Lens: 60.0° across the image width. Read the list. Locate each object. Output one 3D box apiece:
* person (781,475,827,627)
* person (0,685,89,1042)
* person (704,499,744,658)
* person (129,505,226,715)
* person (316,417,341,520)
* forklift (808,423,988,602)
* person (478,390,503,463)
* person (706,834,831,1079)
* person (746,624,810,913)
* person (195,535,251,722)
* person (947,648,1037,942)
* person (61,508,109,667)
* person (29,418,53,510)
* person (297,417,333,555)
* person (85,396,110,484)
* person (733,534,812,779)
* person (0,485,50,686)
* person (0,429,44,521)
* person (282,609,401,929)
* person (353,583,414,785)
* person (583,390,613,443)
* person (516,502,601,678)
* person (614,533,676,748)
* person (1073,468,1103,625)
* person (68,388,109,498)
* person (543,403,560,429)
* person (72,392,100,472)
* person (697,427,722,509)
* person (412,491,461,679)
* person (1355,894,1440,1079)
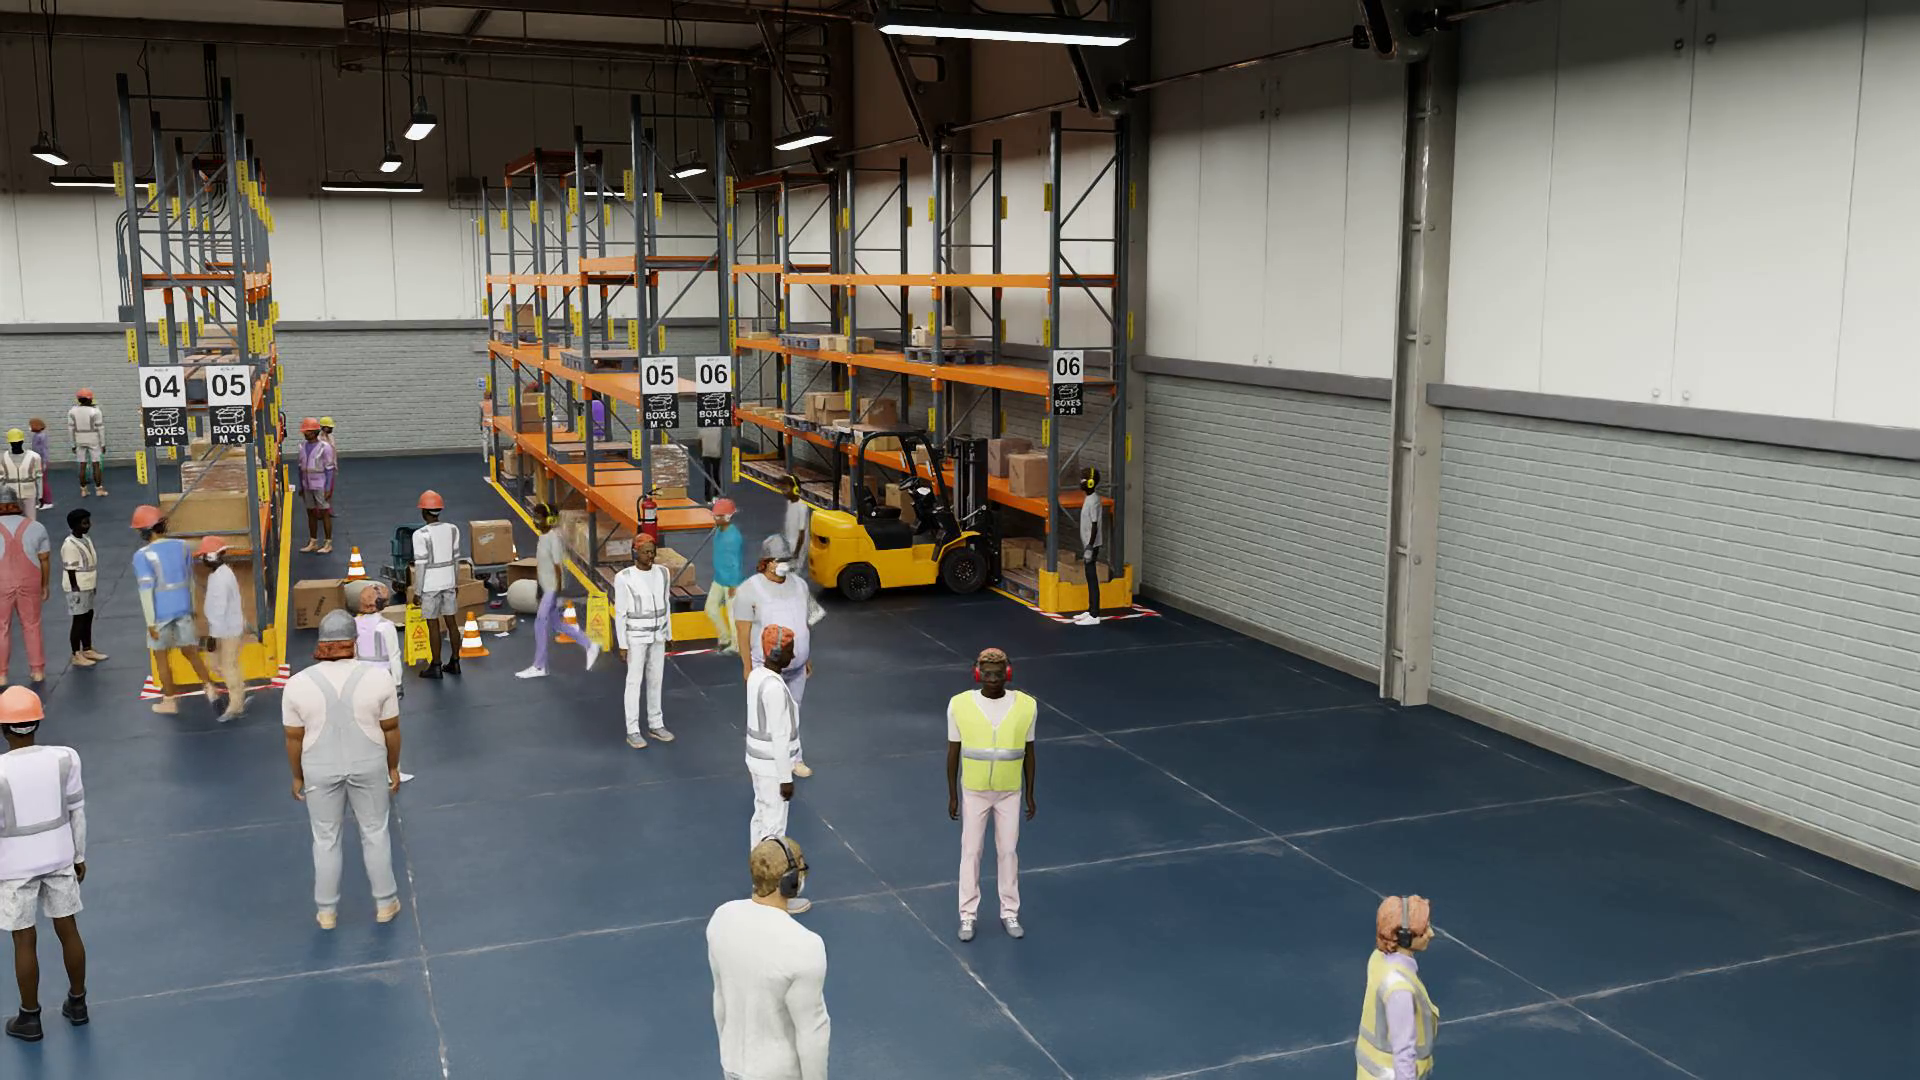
[{"bbox_3d":[-1.872,0.160,19.215,0.749,1.853,0.632,-4,10,-22],"label":"person"},{"bbox_3d":[-5.025,1.741,9.014,0.356,1.938,0.543,8,12,40],"label":"person"},{"bbox_3d":[-2.564,0.421,17.919,0.454,1.737,0.588,-6,11,-32],"label":"person"},{"bbox_3d":[-7.346,0.670,15.561,0.758,2.011,0.638,4,10,24],"label":"person"},{"bbox_3d":[-10.741,-1.217,28.217,0.363,1.759,0.522,1,9,9],"label":"person"},{"bbox_3d":[-0.830,-0.399,21.676,2.313,2.155,1.214,-4,10,-21],"label":"forklift"},{"bbox_3d":[-10.357,-2.503,36.670,0.513,1.637,0.313,2,9,10],"label":"person"},{"bbox_3d":[-0.759,2.121,6.665,0.625,1.930,0.380,8,12,41],"label":"person"},{"bbox_3d":[-1.210,1.478,10.827,0.354,1.887,0.572,-4,10,-22],"label":"person"},{"bbox_3d":[-6.874,0.820,15.453,0.412,1.733,0.542,-6,11,-35],"label":"person"},{"bbox_3d":[0.200,1.585,10.353,0.589,1.839,0.449,-1,9,-8],"label":"person"},{"bbox_3d":[-9.306,0.500,17.608,0.319,1.690,0.539,-1,9,-8],"label":"person"},{"bbox_3d":[-16.298,-1.357,29.471,0.508,1.632,0.265,9,13,44],"label":"person"},{"bbox_3d":[-9.576,-0.799,24.671,0.608,2.044,0.370,3,10,21],"label":"person"},{"bbox_3d":[-17.269,-1.987,33.087,0.542,1.730,0.624,7,11,37],"label":"person"},{"bbox_3d":[-1.467,0.966,13.569,0.682,2.000,0.537,-7,11,-38],"label":"person"},{"bbox_3d":[-9.612,0.442,16.867,0.685,2.000,0.535,-8,12,-40],"label":"person"},{"bbox_3d":[-13.628,-0.659,24.148,0.589,1.927,0.386,-4,10,-23],"label":"person"},{"bbox_3d":[-3.917,1.437,10.602,0.687,2.000,0.535,-3,9,-18],"label":"person"},{"bbox_3d":[-4.734,1.171,13.527,0.513,1.642,0.311,5,10,27],"label":"person"},{"bbox_3d":[-7.382,-2.160,33.870,0.634,1.841,0.429,-5,10,-29],"label":"person"},{"bbox_3d":[-4.153,0.501,17.139,0.820,1.836,0.548,-4,10,-24],"label":"person"},{"bbox_3d":[-2.764,0.872,14.646,0.343,1.882,0.585,8,12,42],"label":"person"},{"bbox_3d":[1.524,0.070,19.726,0.328,1.877,0.513,0,9,2],"label":"person"},{"bbox_3d":[-16.250,-1.807,31.016,0.614,2.041,0.393,-1,9,-5],"label":"person"},{"bbox_3d":[-7.615,-1.684,30.948,0.406,1.821,0.593,-4,10,-25],"label":"person"},{"bbox_3d":[-18.357,-2.280,34.947,0.574,1.739,0.350,-2,9,-13],"label":"person"},{"bbox_3d":[-4.452,-1.507,29.820,0.511,1.828,0.961,-1,9,-4],"label":"person"},{"bbox_3d":[-5.387,0.458,17.081,0.361,1.939,0.543,6,11,34],"label":"person"},{"bbox_3d":[1.774,2.240,6.800,0.313,1.642,0.513,1,9,5],"label":"person"}]
